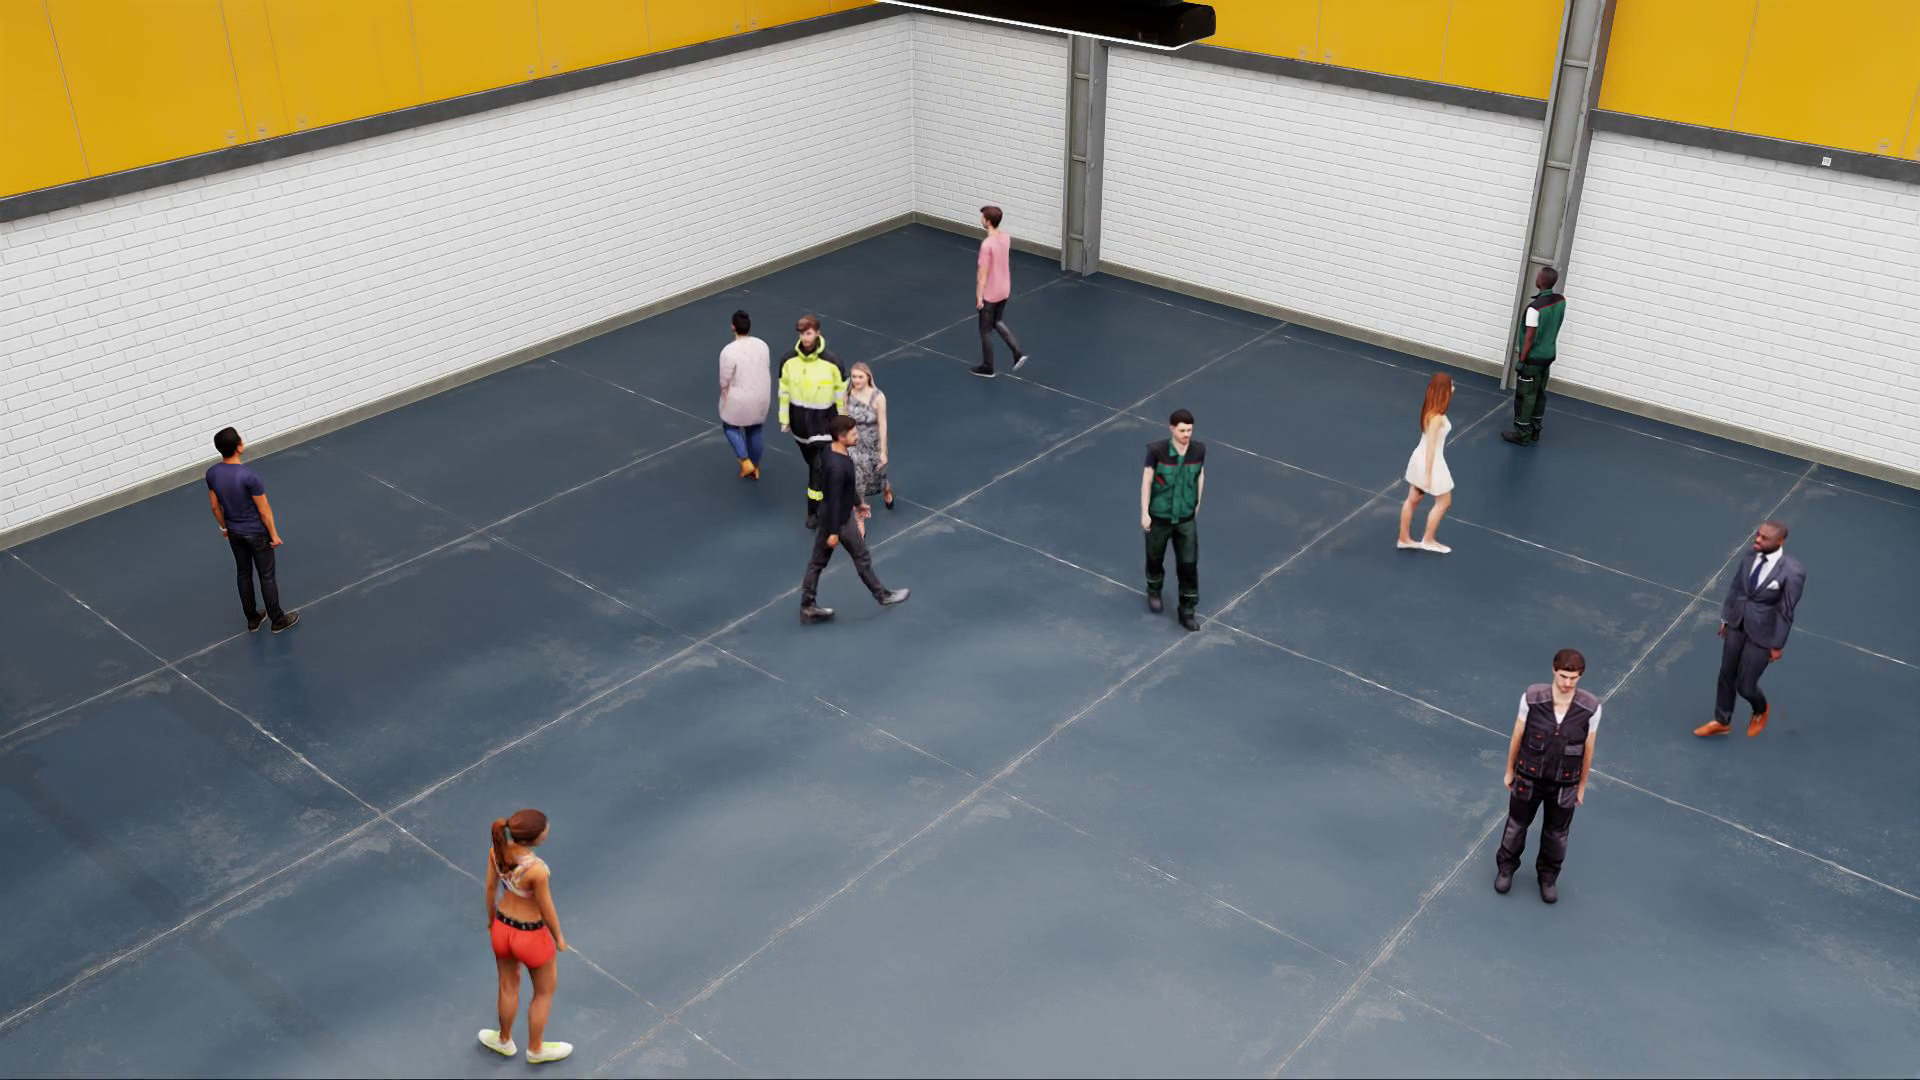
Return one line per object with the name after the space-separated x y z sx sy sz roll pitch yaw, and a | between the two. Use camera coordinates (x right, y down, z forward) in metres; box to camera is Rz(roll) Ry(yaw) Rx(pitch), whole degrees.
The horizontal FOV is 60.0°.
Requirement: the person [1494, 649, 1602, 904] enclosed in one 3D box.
3.717 1.467 10.517 0.645 1.846 0.783 9 30 16 | person

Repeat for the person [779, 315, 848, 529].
-1.296 -1.152 15.222 1.305 1.939 1.217 5 29 10 | person

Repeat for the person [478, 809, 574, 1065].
-2.482 2.209 9.253 0.585 1.753 0.887 8 30 14 | person

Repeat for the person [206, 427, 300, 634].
-5.747 -0.073 13.397 0.644 1.792 0.779 5 29 9 | person

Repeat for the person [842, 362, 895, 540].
-0.805 -0.822 14.881 1.004 1.685 0.910 7 29 13 | person

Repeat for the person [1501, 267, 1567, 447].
5.743 -1.834 16.576 0.735 1.838 0.676 -20 35 -32 | person

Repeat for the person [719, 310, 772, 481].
-1.998 -1.336 15.773 0.793 1.733 0.825 -16 32 -27 | person

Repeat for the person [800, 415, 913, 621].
-1.091 -0.138 13.487 1.124 1.819 1.189 -8 30 -13 | person

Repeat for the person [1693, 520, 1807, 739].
5.796 0.662 12.033 0.931 1.806 0.865 -11 30 -19 | person

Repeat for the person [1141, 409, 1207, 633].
1.696 -0.246 13.635 1.060 1.867 1.132 -3 29 -5 | person

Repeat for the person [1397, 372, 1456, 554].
4.014 -0.669 14.581 0.814 1.703 0.744 3 29 5 | person

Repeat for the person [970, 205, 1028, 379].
0.432 -2.654 17.963 0.921 1.949 0.715 17 33 28 | person
